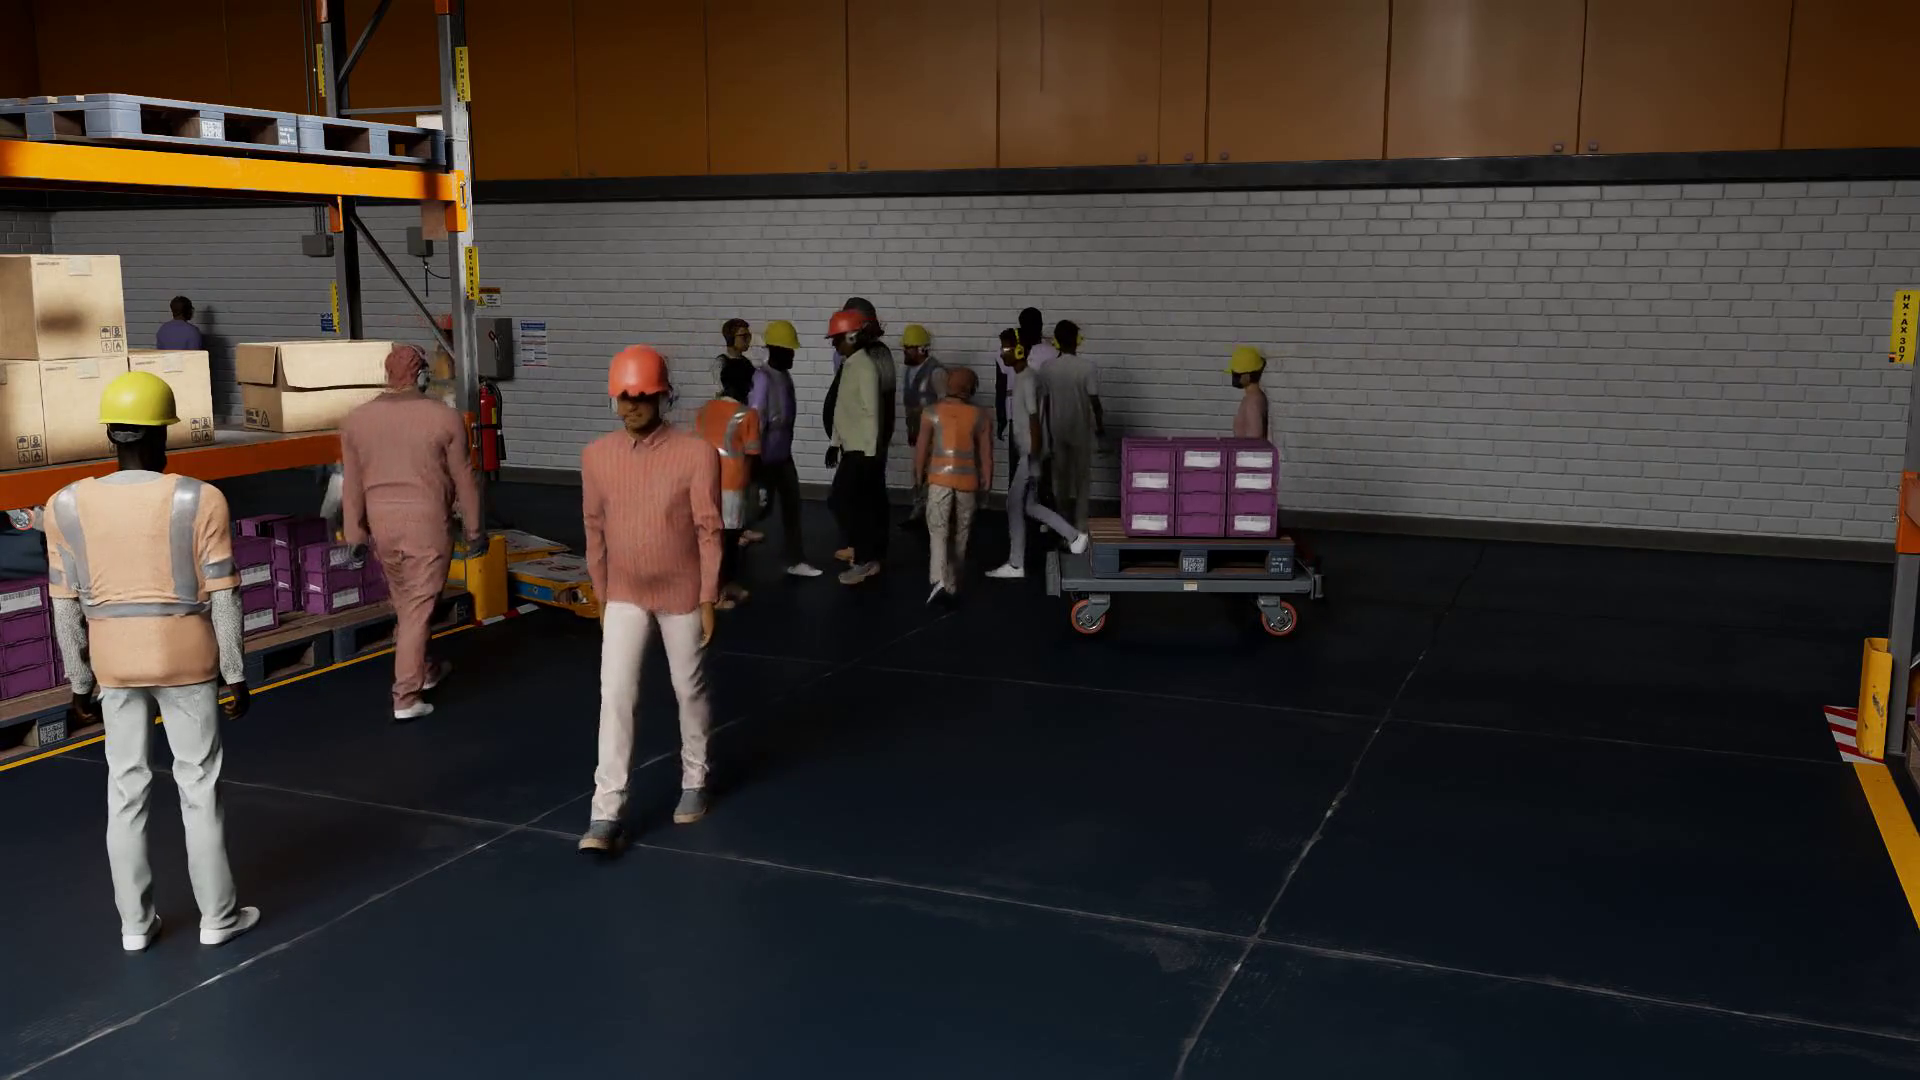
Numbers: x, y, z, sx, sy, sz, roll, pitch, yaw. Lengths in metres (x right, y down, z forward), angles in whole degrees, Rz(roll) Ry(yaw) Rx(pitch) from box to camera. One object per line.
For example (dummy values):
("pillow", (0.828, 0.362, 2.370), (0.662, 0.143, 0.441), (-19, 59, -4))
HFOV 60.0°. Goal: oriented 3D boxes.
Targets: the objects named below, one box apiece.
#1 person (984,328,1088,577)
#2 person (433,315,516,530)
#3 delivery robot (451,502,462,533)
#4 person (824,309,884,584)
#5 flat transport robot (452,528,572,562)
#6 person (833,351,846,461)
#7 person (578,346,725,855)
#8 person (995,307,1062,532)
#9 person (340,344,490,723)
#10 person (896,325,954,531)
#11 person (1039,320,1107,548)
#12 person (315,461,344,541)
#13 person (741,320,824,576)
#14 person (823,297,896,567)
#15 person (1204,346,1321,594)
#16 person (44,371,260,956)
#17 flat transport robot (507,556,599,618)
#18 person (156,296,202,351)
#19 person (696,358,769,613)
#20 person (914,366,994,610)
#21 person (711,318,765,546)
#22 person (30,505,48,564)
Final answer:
("person", (0.570, -0.626, 12.075), (0.730, 1.834, 0.559), (0, 9, -2))
("person", (-4.350, -0.985, 14.116), (1.010, 1.884, 0.573), (1, 9, 7))
("delivery robot", (-4.222, -0.218, 13.169), (0.477, 0.478, 0.707), (-8, 12, -40))
("person", (-0.772, -0.653, 11.850), (0.491, 1.962, 0.610), (-2, 10, -11))
("flat transport robot", (-3.462, 0.097, 12.407), (0.652, 0.197, 1.431), (-7, 12, -36))
("person", (-0.856, -1.056, 14.491), (0.396, 1.899, 0.654), (-5, 11, -28))
("person", (-1.217, 0.234, 6.488), (0.630, 1.950, 0.990), (1, 9, 9))
("person", (0.594, -1.017, 14.191), (0.588, 1.915, 0.393), (2, 10, 12))
("person", (-2.736, -0.058, 8.515), (0.642, 1.865, 0.949), (2, 10, 11))
("person", (-0.218, -0.981, 14.430), (0.793, 1.781, 0.609), (-5, 10, -26))
("person", (0.909, -0.828, 13.289), (0.551, 1.858, 0.397), (5, 11, 29))
("person", (-4.406, -0.473, 11.896), (0.851, 1.586, 0.513), (-7, 11, -35))
("person", (-1.442, -0.661, 12.128), (0.826, 1.893, 0.604), (3, 10, 18))
("person", (-0.769, -0.813, 12.566), (0.537, 2.000, 0.689), (-3, 10, -19))
("person", (2.075, -0.459, 11.353), (0.719, 1.736, 0.521), (2, 10, 12))
("person", (-2.648, 0.412, 5.484), (0.585, 1.929, 0.370), (-1, 9, -7))
("flat transport robot", (-2.620, 0.291, 11.227), (1.431, 0.197, 0.652), (9, 13, 42))
("person", (-8.583, -1.731, 18.437), (0.627, 1.941, 0.371), (4, 10, 24))
("person", (-1.473, -0.358, 10.923), (0.547, 1.661, 0.607), (9, 13, 44))
("person", (-0.033, -0.357, 11.116), (0.542, 1.599, 0.805), (-1, 9, -4))
("person", (-1.812, -0.878, 13.555), (0.344, 1.847, 0.508), (4, 10, 21))
("person", (-5.520, -0.397, 10.391), (0.533, 1.923, 0.624), (6, 11, 32))
